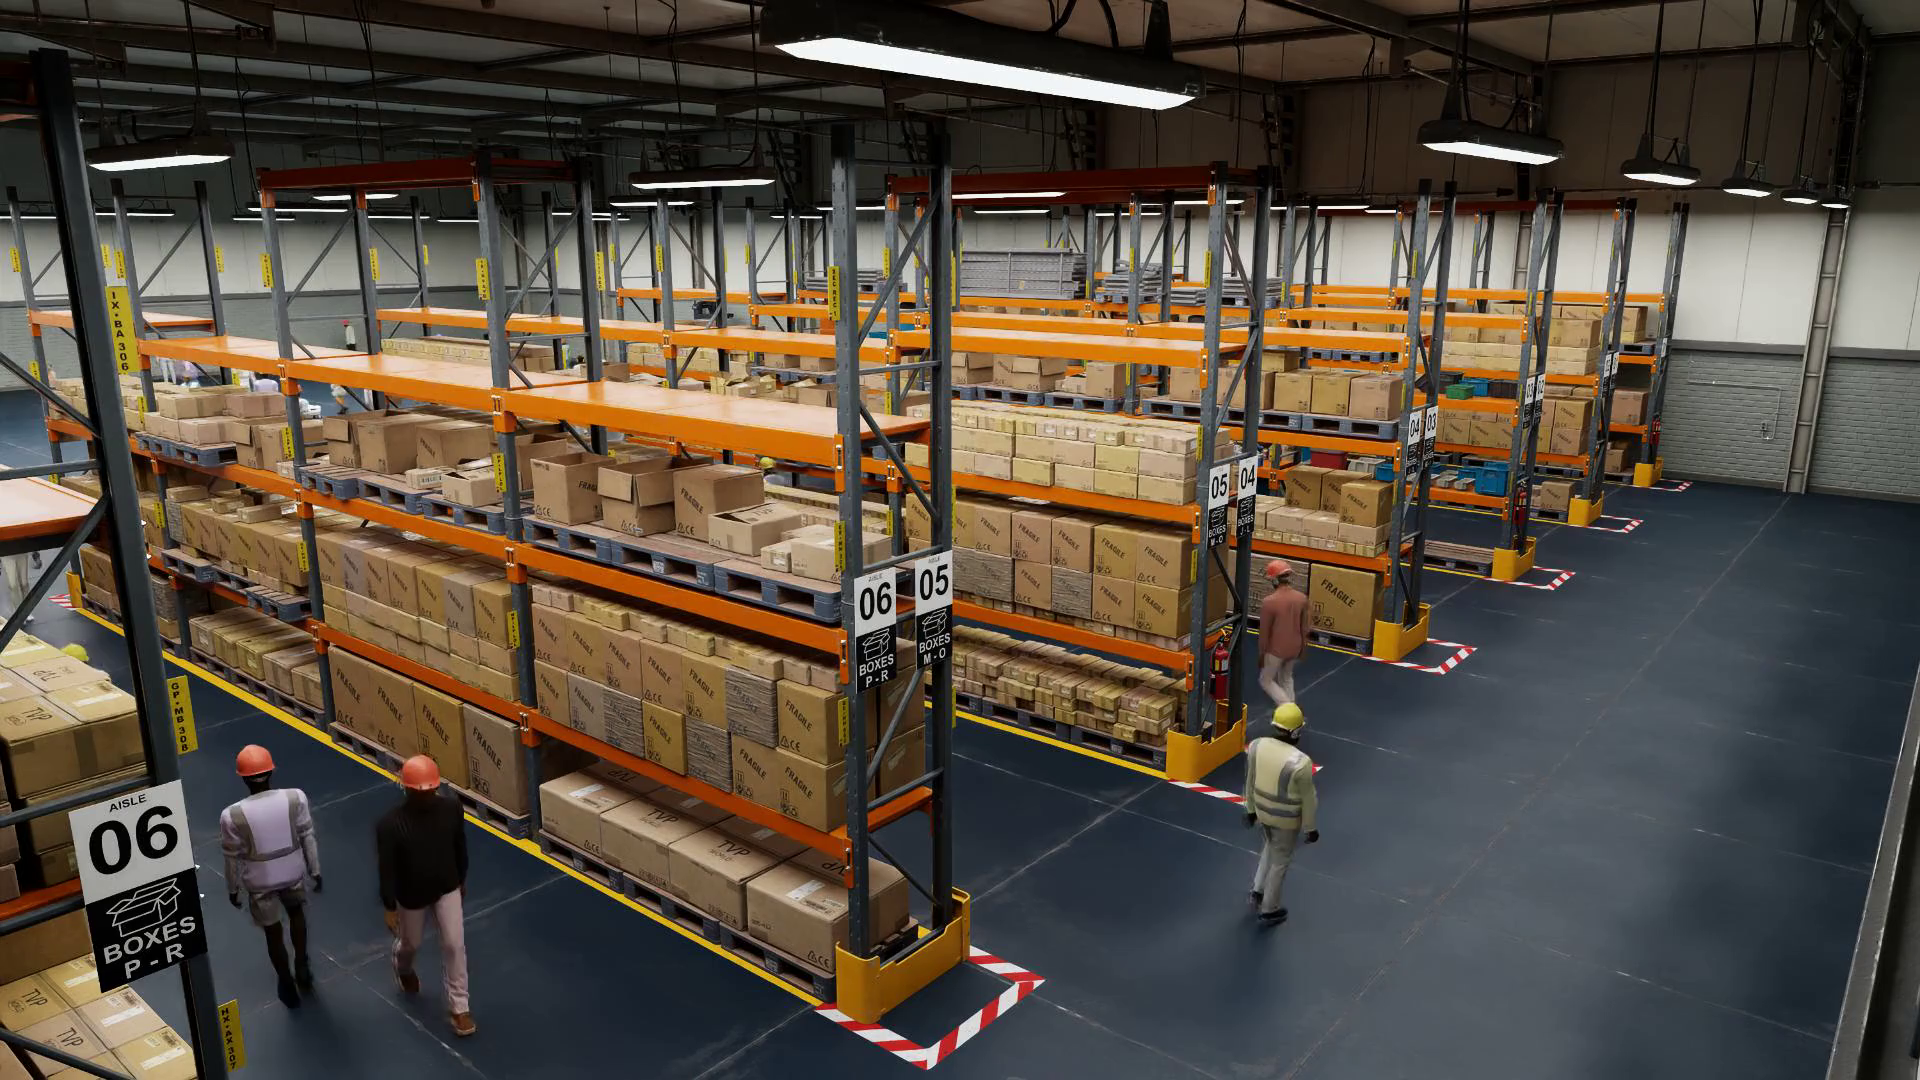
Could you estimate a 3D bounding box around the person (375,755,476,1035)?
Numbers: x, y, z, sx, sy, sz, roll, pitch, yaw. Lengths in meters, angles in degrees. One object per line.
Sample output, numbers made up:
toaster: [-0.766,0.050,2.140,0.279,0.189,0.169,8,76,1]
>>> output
person: [-3.716,2.387,8.725,0.618,1.966,0.949,-12,18,-39]

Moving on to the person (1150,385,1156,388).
person: [4.803,-3.150,31.551,0.551,1.934,0.373,-7,15,-26]

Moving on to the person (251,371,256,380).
person: [-25.555,-6.301,45.166,0.515,1.624,0.659,-4,14,-16]

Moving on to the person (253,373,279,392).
person: [-18.649,-3.700,33.910,0.597,1.896,0.910,-9,16,-33]

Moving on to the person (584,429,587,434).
person: [-10.255,-3.894,34.675,0.399,1.910,0.643,11,18,39]

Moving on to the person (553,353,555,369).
person: [-12.898,-5.172,40.325,0.849,1.700,0.512,10,17,35]

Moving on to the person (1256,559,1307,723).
person: [3.526,1.188,13.689,0.651,1.945,0.607,-8,16,-29]

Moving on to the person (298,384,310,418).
person: [-15.652,-2.754,29.949,0.570,1.919,0.649,0,14,1]

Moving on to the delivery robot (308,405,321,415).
delivery robot: [-19.228,-3.818,37.073,0.477,0.478,0.707,11,17,38]

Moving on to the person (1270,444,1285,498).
person: [6.253,-1.415,25.132,0.526,1.581,0.860,-13,19,-43]

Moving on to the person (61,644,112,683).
person: [-8.042,1.790,11.673,0.888,1.721,0.540,8,16,30]

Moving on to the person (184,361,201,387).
person: [-24.025,-5.045,39.603,0.943,1.801,0.599,-2,14,-8]

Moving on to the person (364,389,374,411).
person: [-15.940,-3.823,34.503,0.651,1.861,1.013,-5,14,-19]

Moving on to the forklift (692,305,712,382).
forklift: [-9.511,-7.392,47.124,1.873,2.768,1.129,11,17,38]

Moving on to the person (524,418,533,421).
person: [-12.293,-4.110,35.713,0.651,1.832,0.448,-7,15,-26]

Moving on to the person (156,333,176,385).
person: [-28.475,-6.452,45.135,0.351,1.934,0.635,11,17,38]

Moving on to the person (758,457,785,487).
person: [-3.099,-0.486,20.882,0.583,1.805,0.856,-12,18,-41]

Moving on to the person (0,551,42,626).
person: [-13.192,0.285,17.629,0.822,1.838,0.544,12,18,41]

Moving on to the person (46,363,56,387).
person: [-27.083,-4.463,37.604,0.665,1.613,0.552,3,14,12]

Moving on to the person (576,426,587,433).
person: [-10.095,-3.488,33.142,0.842,1.836,0.524,-9,17,-34]

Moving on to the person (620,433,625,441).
person: [-8.204,-3.155,31.693,1.029,1.891,0.623,-1,14,-5]

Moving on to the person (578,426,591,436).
person: [-9.250,-3.058,31.148,0.615,1.945,0.406,-13,19,-42]

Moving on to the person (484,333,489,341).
person: [-18.095,-7.043,48.103,0.746,1.665,0.552,-3,14,-13]

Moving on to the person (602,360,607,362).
person: [-10.154,-4.208,35.994,0.593,1.905,0.736,-9,16,-32]

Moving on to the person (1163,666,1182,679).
person: [2.638,0.796,15.594,0.623,1.811,0.835,-5,15,-19]

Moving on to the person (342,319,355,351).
person: [-25.214,-8.155,52.123,0.392,1.957,0.759,-3,14,-12]

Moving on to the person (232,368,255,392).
person: [-21.294,-4.612,37.402,0.656,2.012,0.621,1,14,5]

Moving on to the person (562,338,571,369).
person: [-14.705,-6.720,46.880,0.520,1.618,0.495,-12,18,-40]

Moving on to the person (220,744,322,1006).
person: [-4.875,2.358,8.921,0.581,1.922,0.457,-11,18,-39]

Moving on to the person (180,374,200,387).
person: [-21.339,-3.841,35.063,0.529,1.615,0.597,-2,14,-10]

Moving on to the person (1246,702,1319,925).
person: [2.554,2.163,9.963,0.452,1.816,0.599,-8,16,-31]

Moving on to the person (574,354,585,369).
person: [-11.321,-4.638,37.824,0.563,1.868,0.376,5,15,19]

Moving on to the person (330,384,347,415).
person: [-18.731,-4.703,37.987,0.592,1.918,0.562,9,16,33]
